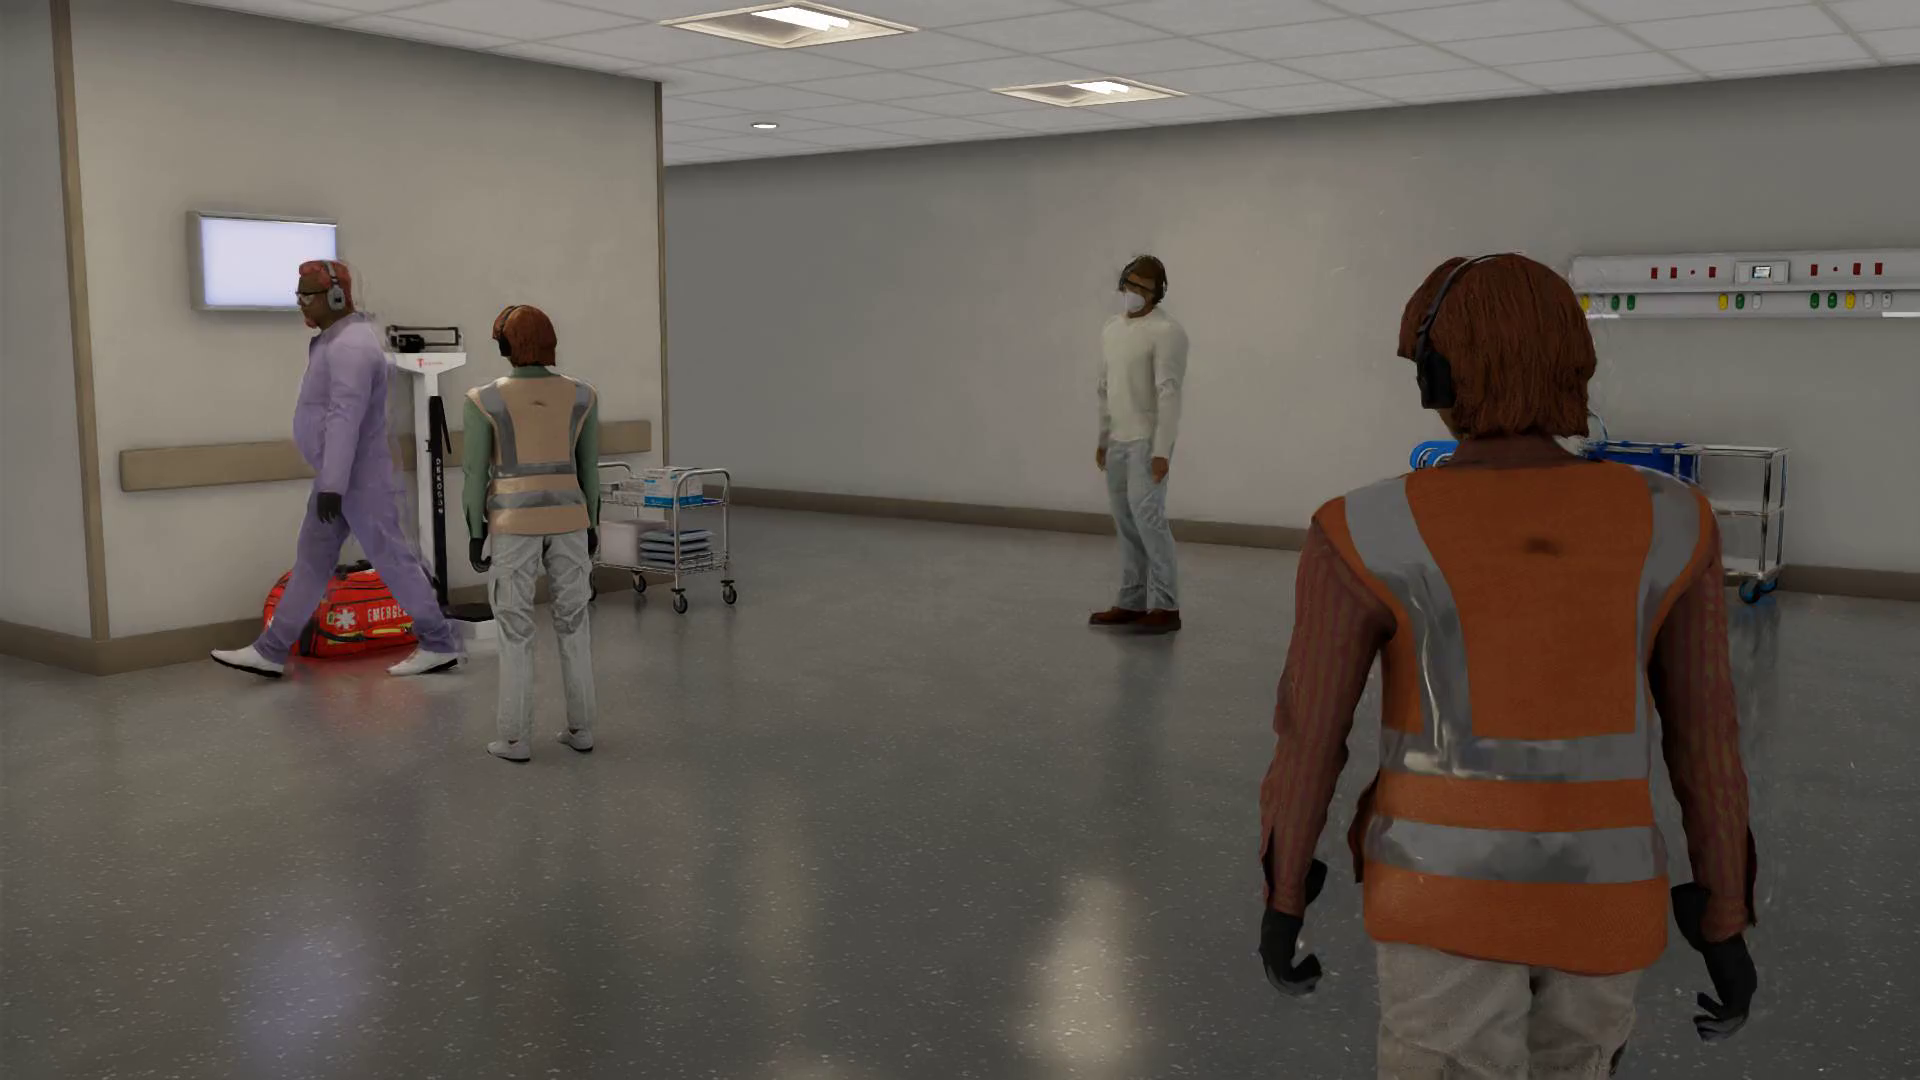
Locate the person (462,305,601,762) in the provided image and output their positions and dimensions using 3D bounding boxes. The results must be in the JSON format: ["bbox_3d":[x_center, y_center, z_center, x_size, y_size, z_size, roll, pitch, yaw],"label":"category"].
[{"bbox_3d":[-1.528,-0.023,5.981,0.508,1.629,0.315,-5,8,-32],"label":"person"}]

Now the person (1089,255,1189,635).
[{"bbox_3d":[0.923,-0.479,8.525,0.401,1.919,0.671,-3,8,-24],"label":"person"}]

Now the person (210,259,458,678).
[{"bbox_3d":[-2.731,-0.293,7.289,1.030,1.841,0.662,-3,8,-24],"label":"person"}]

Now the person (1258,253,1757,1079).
[{"bbox_3d":[0.647,0.467,2.057,0.553,1.610,0.700,-1,7,-5],"label":"person"}]
